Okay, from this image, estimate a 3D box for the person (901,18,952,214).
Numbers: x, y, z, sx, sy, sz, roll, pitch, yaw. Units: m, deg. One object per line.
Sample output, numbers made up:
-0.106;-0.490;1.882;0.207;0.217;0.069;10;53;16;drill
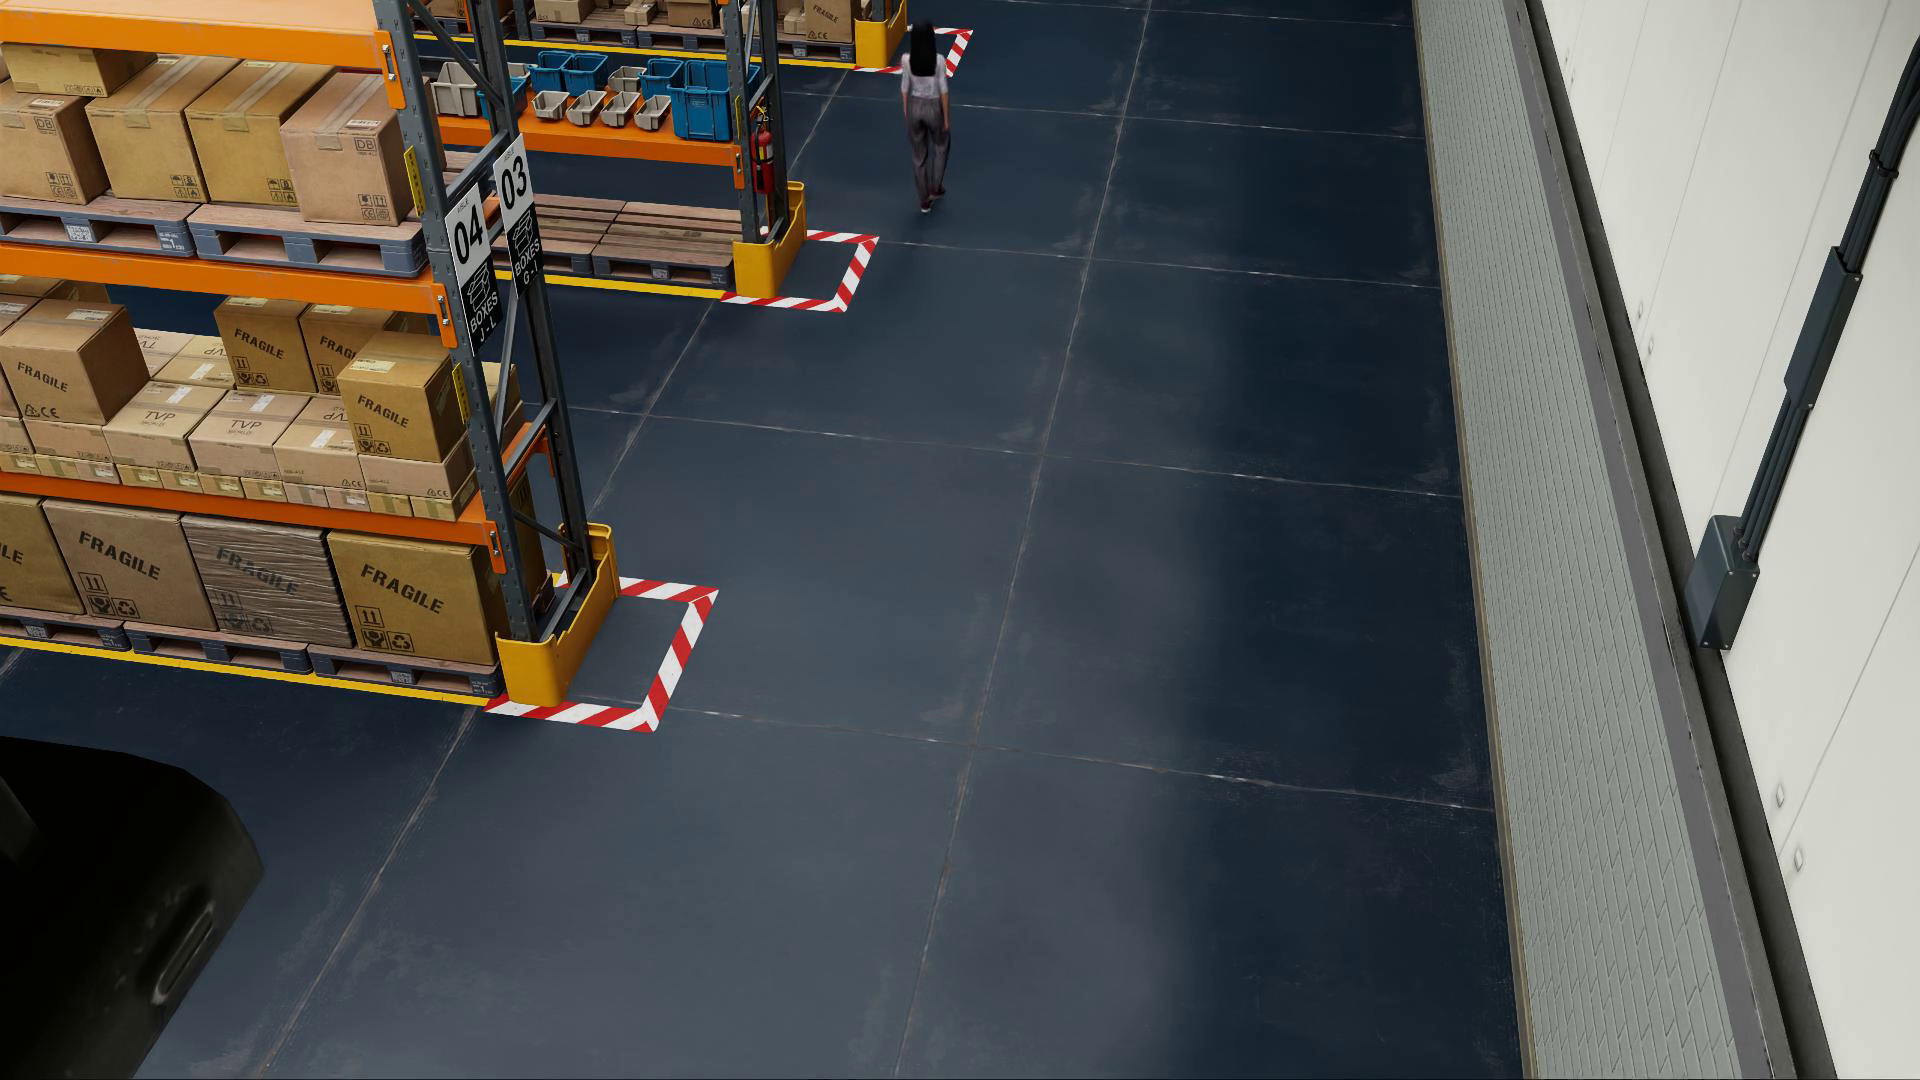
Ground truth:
-0.320;-3.684;14.586;0.595;1.721;0.684;8;39;10;person
